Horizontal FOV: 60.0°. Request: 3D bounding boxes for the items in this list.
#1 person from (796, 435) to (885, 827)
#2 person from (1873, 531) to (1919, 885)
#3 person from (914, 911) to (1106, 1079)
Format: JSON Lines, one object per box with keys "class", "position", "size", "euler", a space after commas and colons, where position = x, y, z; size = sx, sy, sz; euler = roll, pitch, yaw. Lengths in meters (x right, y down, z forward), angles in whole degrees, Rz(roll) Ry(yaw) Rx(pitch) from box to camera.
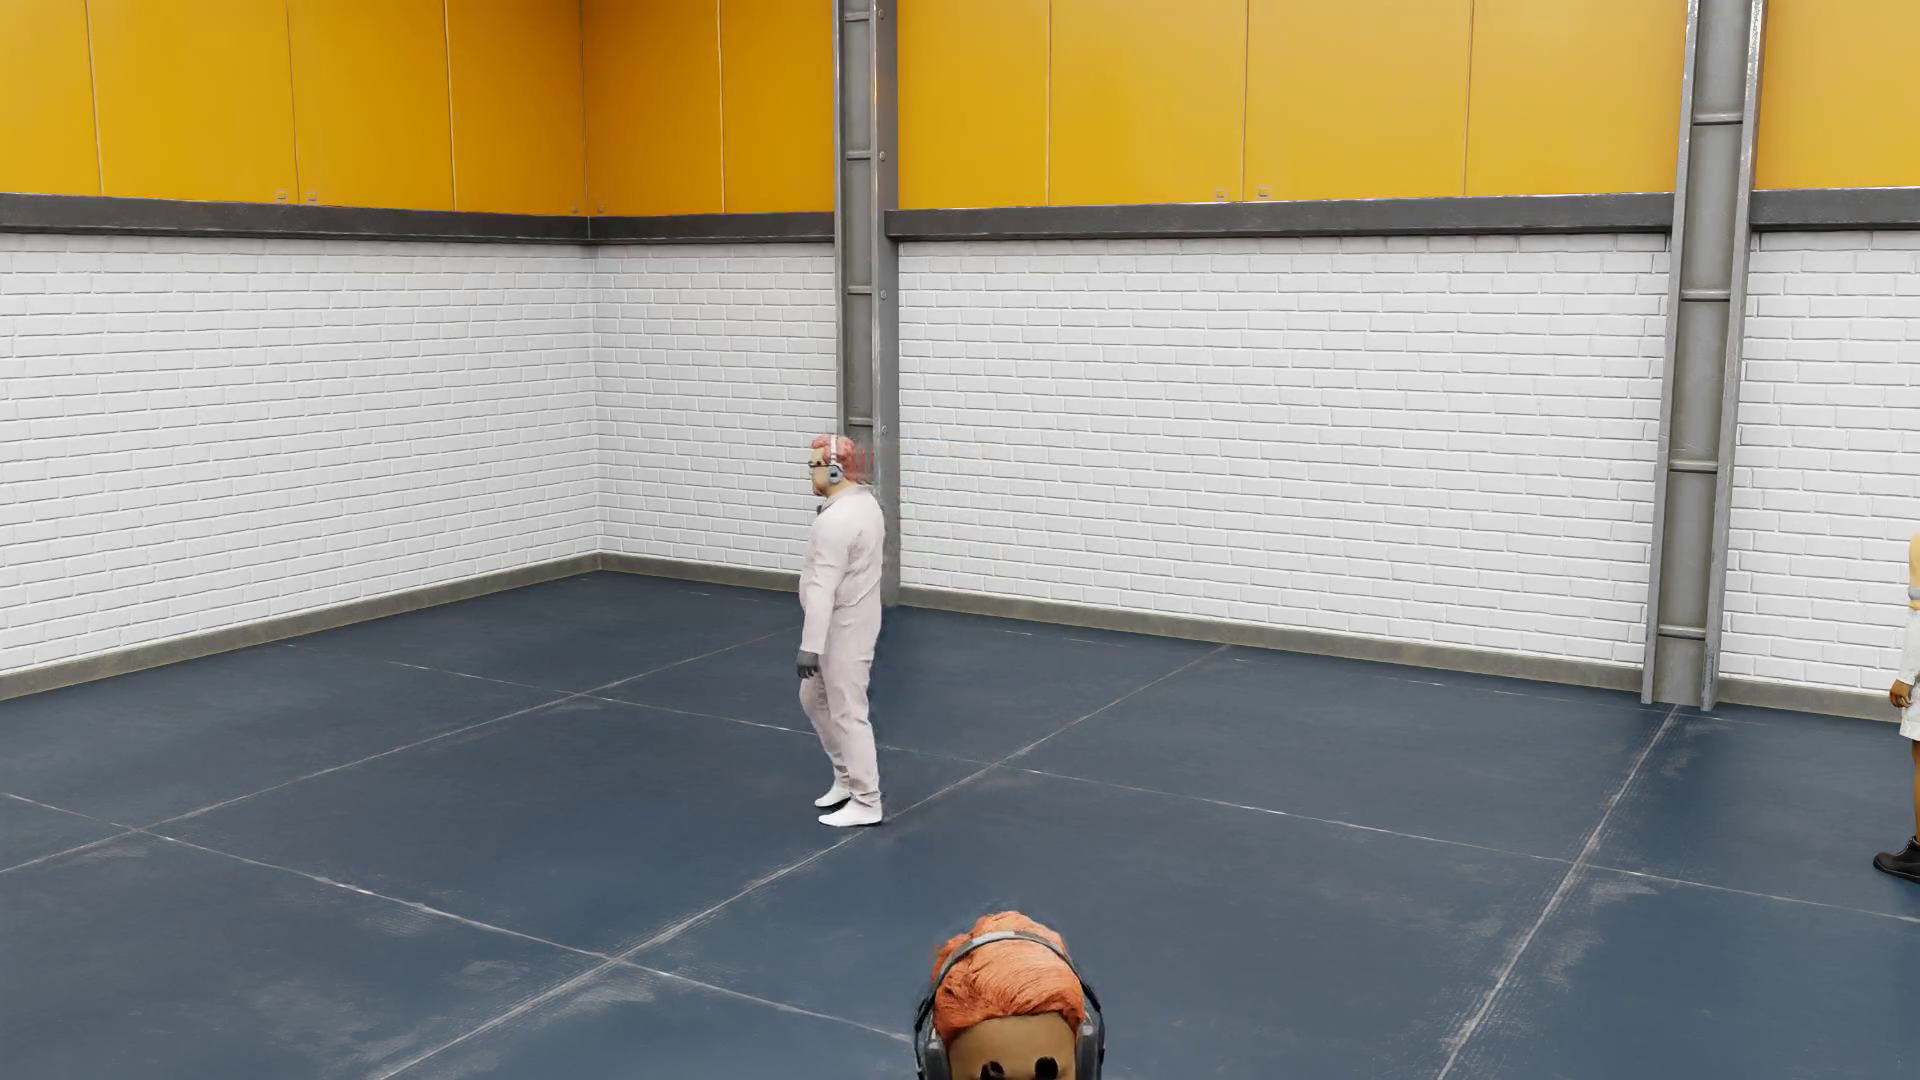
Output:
{"class": "person", "position": [-0.593, 0.442, 7.948], "size": [0.521, 1.888, 0.660], "euler": [1, 9, 4]}
{"class": "person", "position": [4.289, 0.532, 7.206], "size": [0.552, 1.942, 0.341], "euler": [-2, 9, -13]}
{"class": "person", "position": [0.057, 1.361, 2.317], "size": [0.578, 1.859, 0.822], "euler": [-2, 9, -14]}
